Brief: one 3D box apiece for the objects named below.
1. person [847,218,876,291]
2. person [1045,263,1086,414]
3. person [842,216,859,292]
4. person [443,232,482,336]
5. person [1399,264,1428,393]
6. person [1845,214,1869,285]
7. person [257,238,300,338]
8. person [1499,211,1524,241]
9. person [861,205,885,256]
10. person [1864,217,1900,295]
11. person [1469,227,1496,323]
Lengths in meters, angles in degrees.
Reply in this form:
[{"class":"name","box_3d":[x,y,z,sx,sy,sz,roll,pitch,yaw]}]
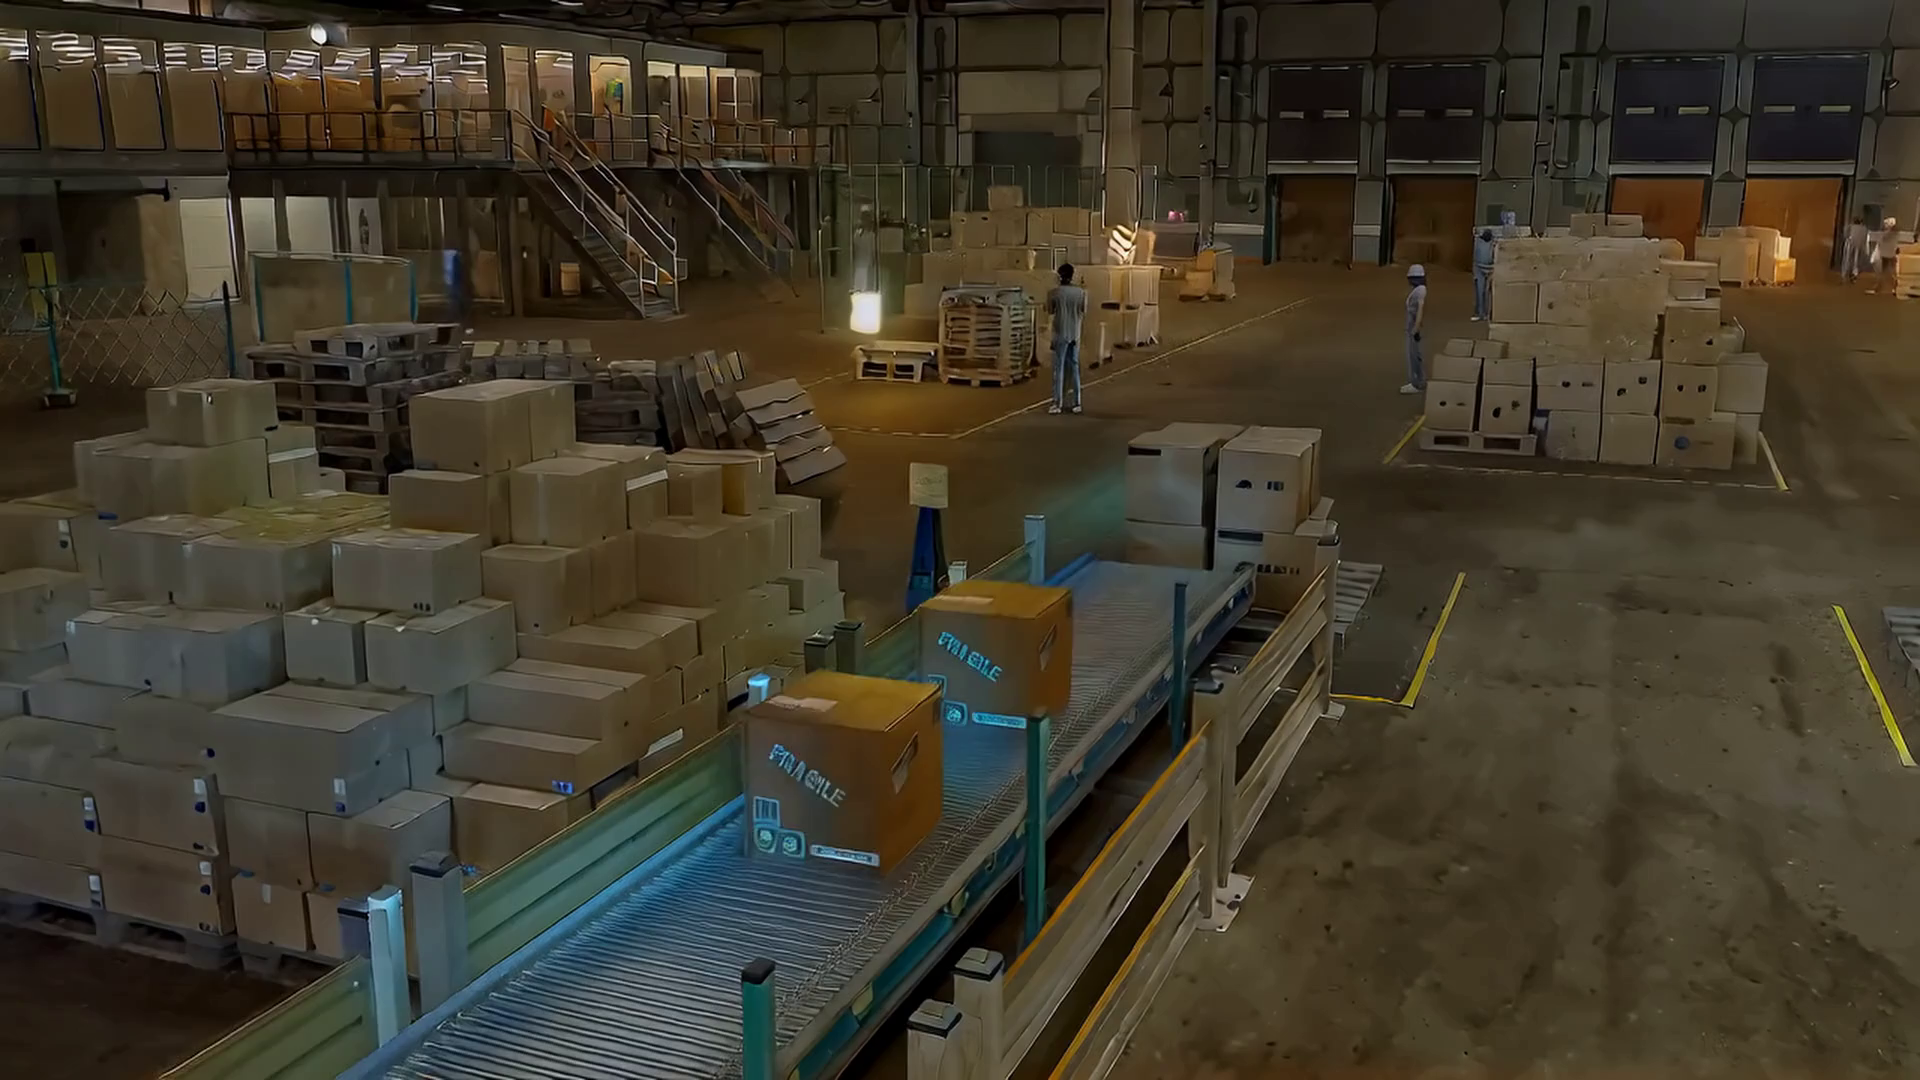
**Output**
[{"class":"person","box_3d":[-2.113,-5.881,35.613,0.659,1.968,0.774,3,13,13]},{"class":"person","box_3d":[1.317,-2.508,20.733,0.532,1.864,0.312,-3,13,-14]},{"class":"person","box_3d":[-2.689,-7.127,41.403,0.564,1.884,0.986,2,13,10]},{"class":"person","box_3d":[-9.093,-4.663,30.357,0.868,1.887,0.596,-8,15,-33]},{"class":"person","box_3d":[6.185,-2.870,22.632,0.305,1.745,0.483,2,13,8]},{"class":"person","box_3d":[23.737,-7.683,43.982,0.534,1.841,0.778,12,17,42]},{"class":"person","box_3d":[-12.297,-4.527,29.928,0.873,1.814,0.517,-5,13,-20]},{"class":"person","box_3d":[14.856,-7.878,44.771,0.705,1.901,0.400,8,15,32]},{"class":"person","box_3d":[-3.014,-10.518,56.796,0.716,1.812,0.650,4,13,18]},{"class":"person","box_3d":[22.316,-6.850,40.179,0.980,1.869,0.629,-2,13,-9]},{"class":"person","box_3d":[10.452,-5.265,33.054,0.337,1.882,0.585,-9,15,-34]}]
